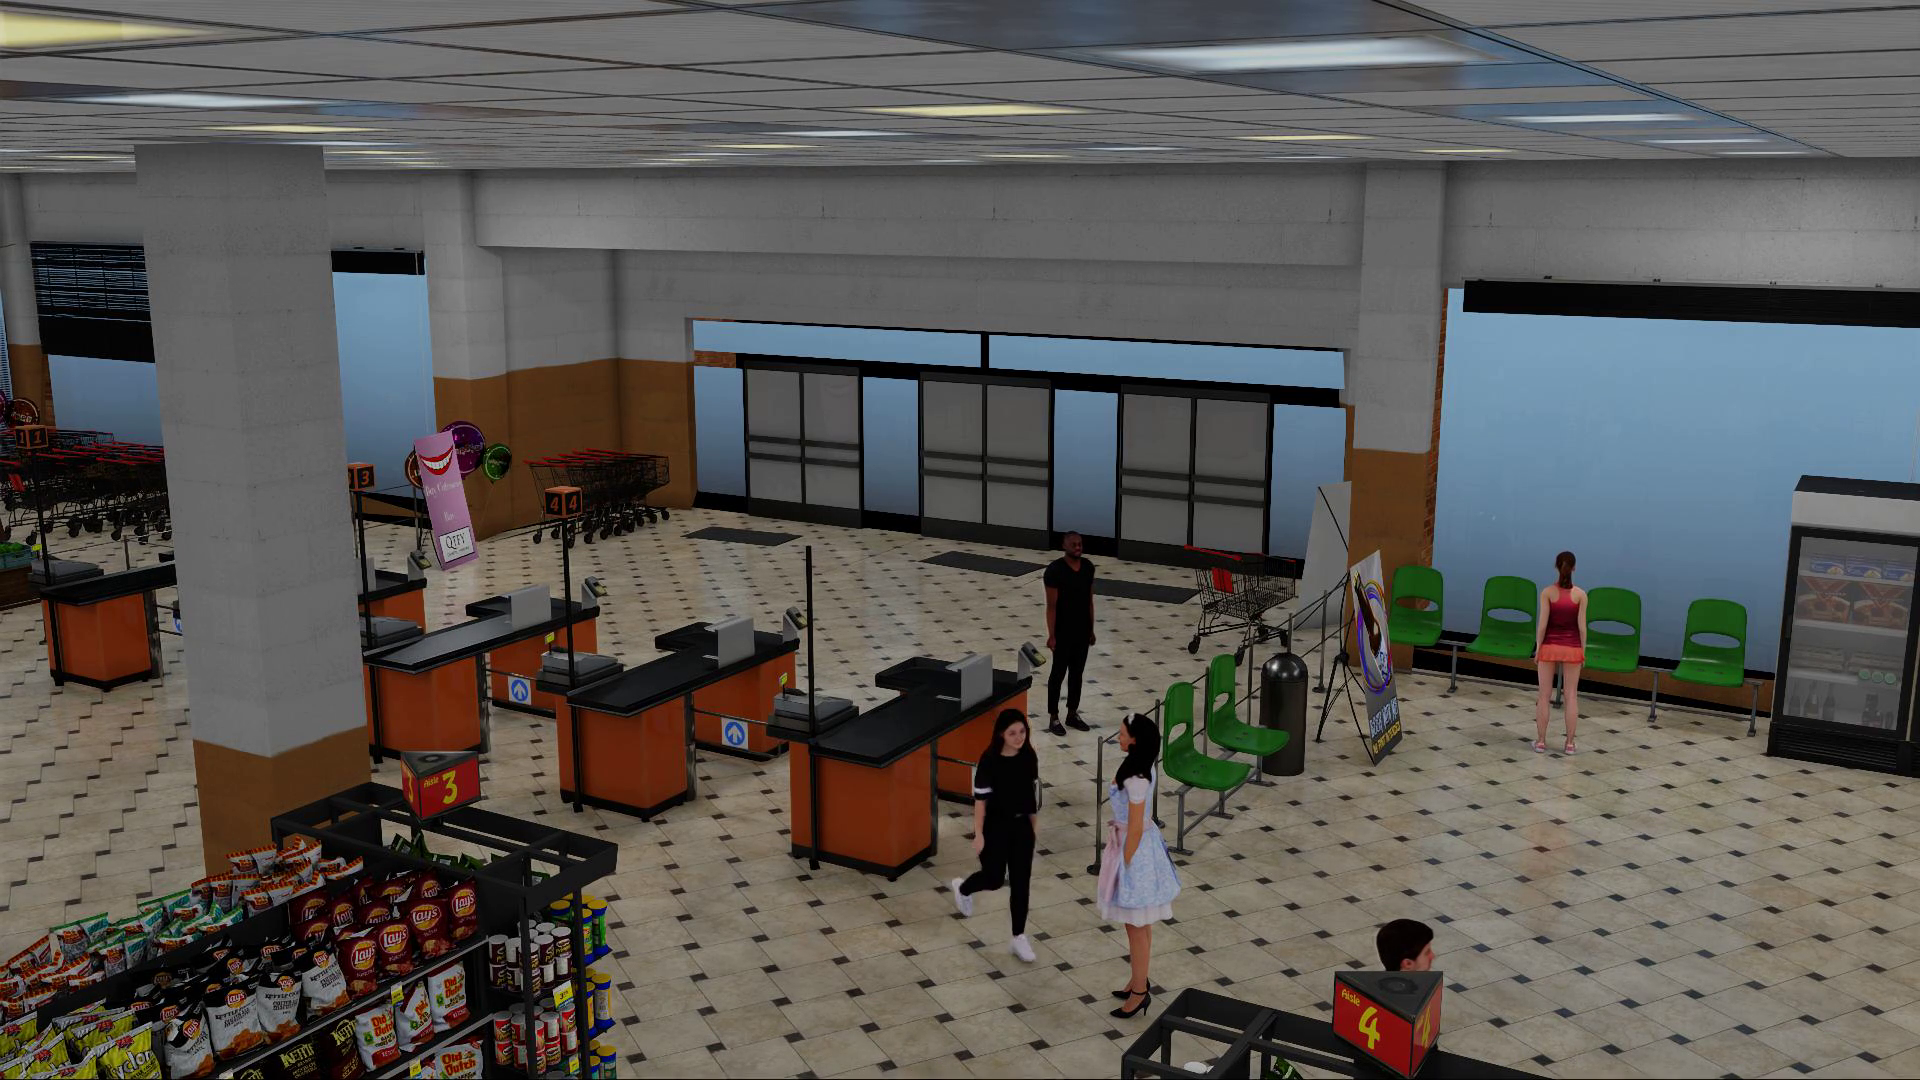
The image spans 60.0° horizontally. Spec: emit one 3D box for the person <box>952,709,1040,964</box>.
[{"bbox_3d":[0.231,1.808,10.446,1.023,1.614,0.949,-9,15,-36],"label":"person"}]

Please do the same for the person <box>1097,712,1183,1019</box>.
[{"bbox_3d":[1.013,1.874,9.635,0.865,1.818,0.781,2,12,9],"label":"person"}]

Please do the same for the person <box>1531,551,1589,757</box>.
[{"bbox_3d":[5.108,0.952,14.177,0.617,1.751,0.599,3,12,14],"label":"person"}]

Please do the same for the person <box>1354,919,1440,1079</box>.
[{"bbox_3d":[1.801,2.438,6.908,0.860,1.839,0.759,-2,12,-8],"label":"person"}]

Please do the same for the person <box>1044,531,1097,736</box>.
[{"bbox_3d":[0.974,0.803,14.722,0.669,1.819,0.804,-7,14,-30],"label":"person"}]
